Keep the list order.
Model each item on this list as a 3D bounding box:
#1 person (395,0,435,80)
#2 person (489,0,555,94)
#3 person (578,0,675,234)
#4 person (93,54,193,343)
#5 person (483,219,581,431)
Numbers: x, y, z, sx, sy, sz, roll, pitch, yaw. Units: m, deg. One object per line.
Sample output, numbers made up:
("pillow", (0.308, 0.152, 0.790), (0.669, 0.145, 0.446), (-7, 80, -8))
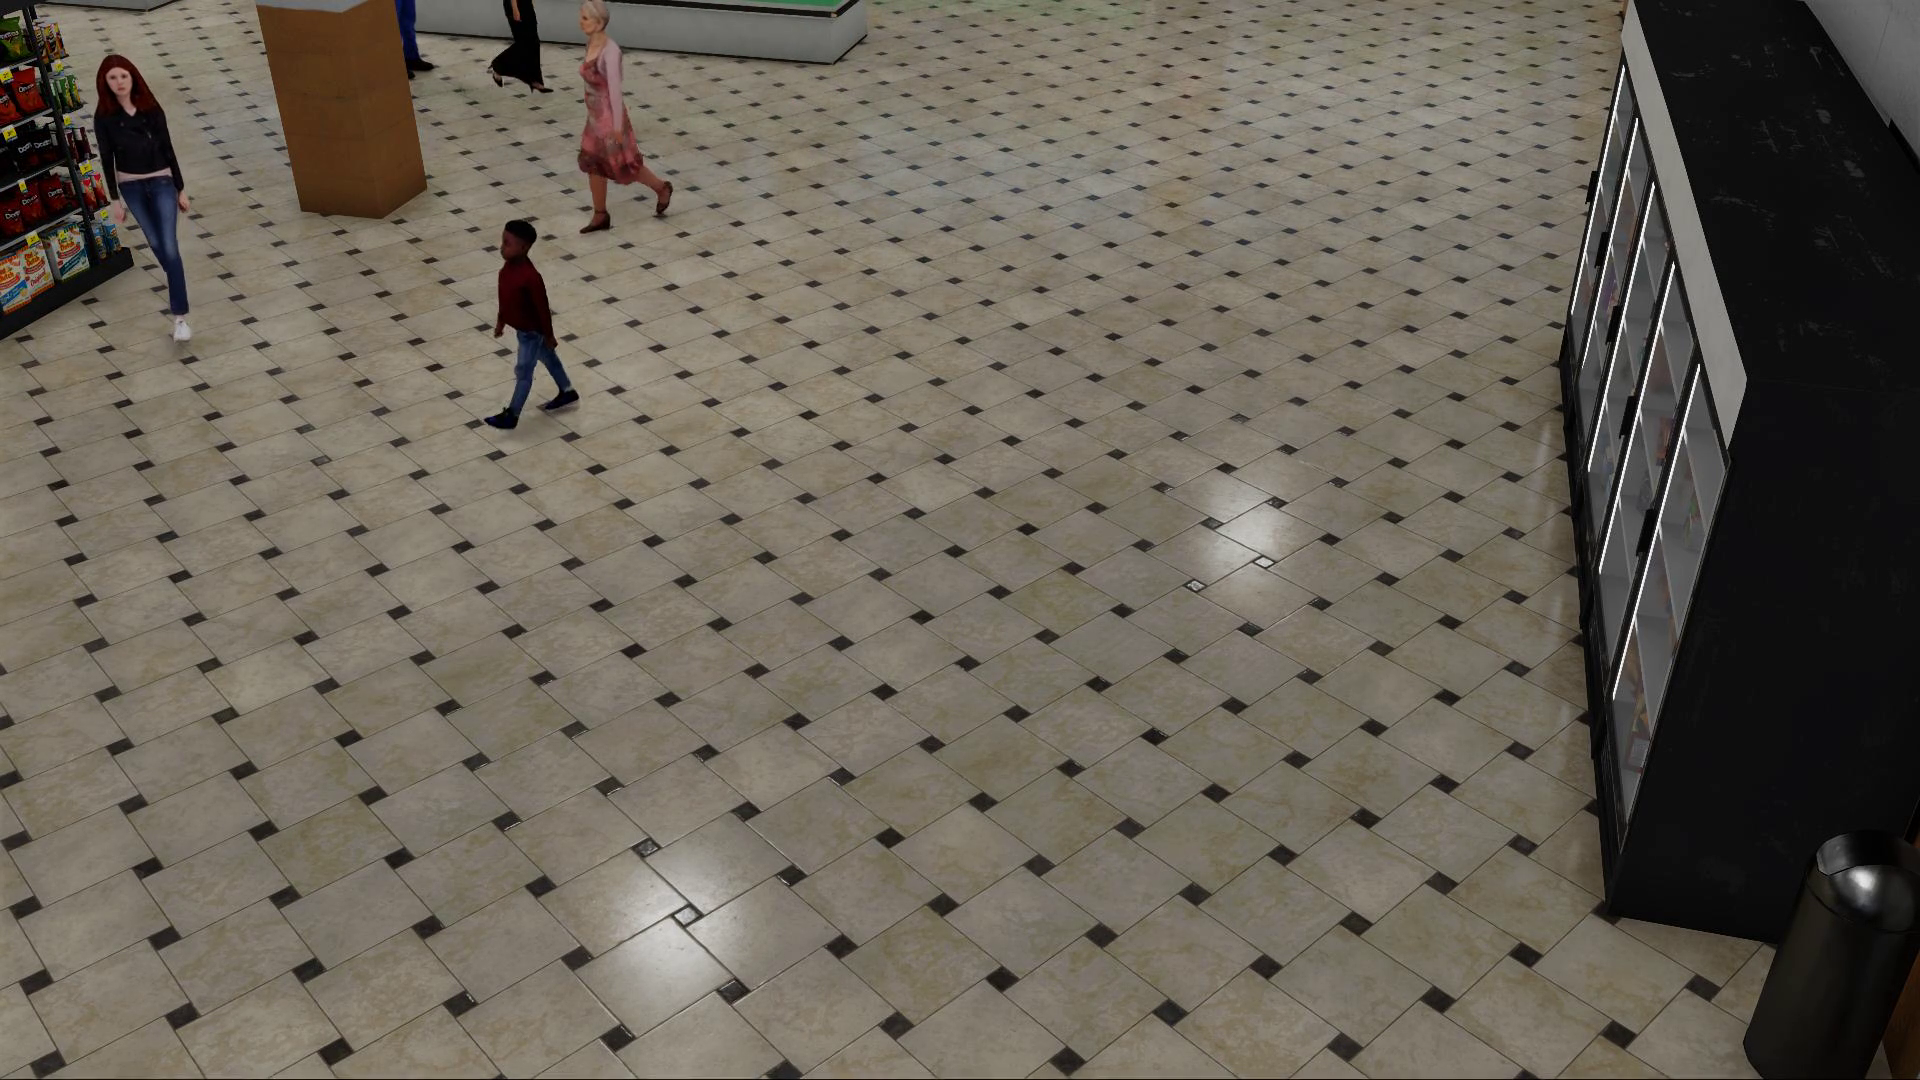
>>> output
("person", (-5.259, -5.242, 15.471), (0.573, 1.809, 0.661), (11, 33, 17))
("person", (-4.033, -4.787, 14.952), (0.826, 1.586, 0.669), (2, 32, 3))
("person", (-2.490, -3.074, 12.122), (1.026, 1.667, 1.021), (-22, 38, -31))
("person", (-5.206, -2.221, 10.678), (1.225, 1.743, 1.150), (-11, 34, -17))
("person", (-2.437, -1.265, 9.627), (0.885, 1.230, 0.857), (-20, 37, -29))
